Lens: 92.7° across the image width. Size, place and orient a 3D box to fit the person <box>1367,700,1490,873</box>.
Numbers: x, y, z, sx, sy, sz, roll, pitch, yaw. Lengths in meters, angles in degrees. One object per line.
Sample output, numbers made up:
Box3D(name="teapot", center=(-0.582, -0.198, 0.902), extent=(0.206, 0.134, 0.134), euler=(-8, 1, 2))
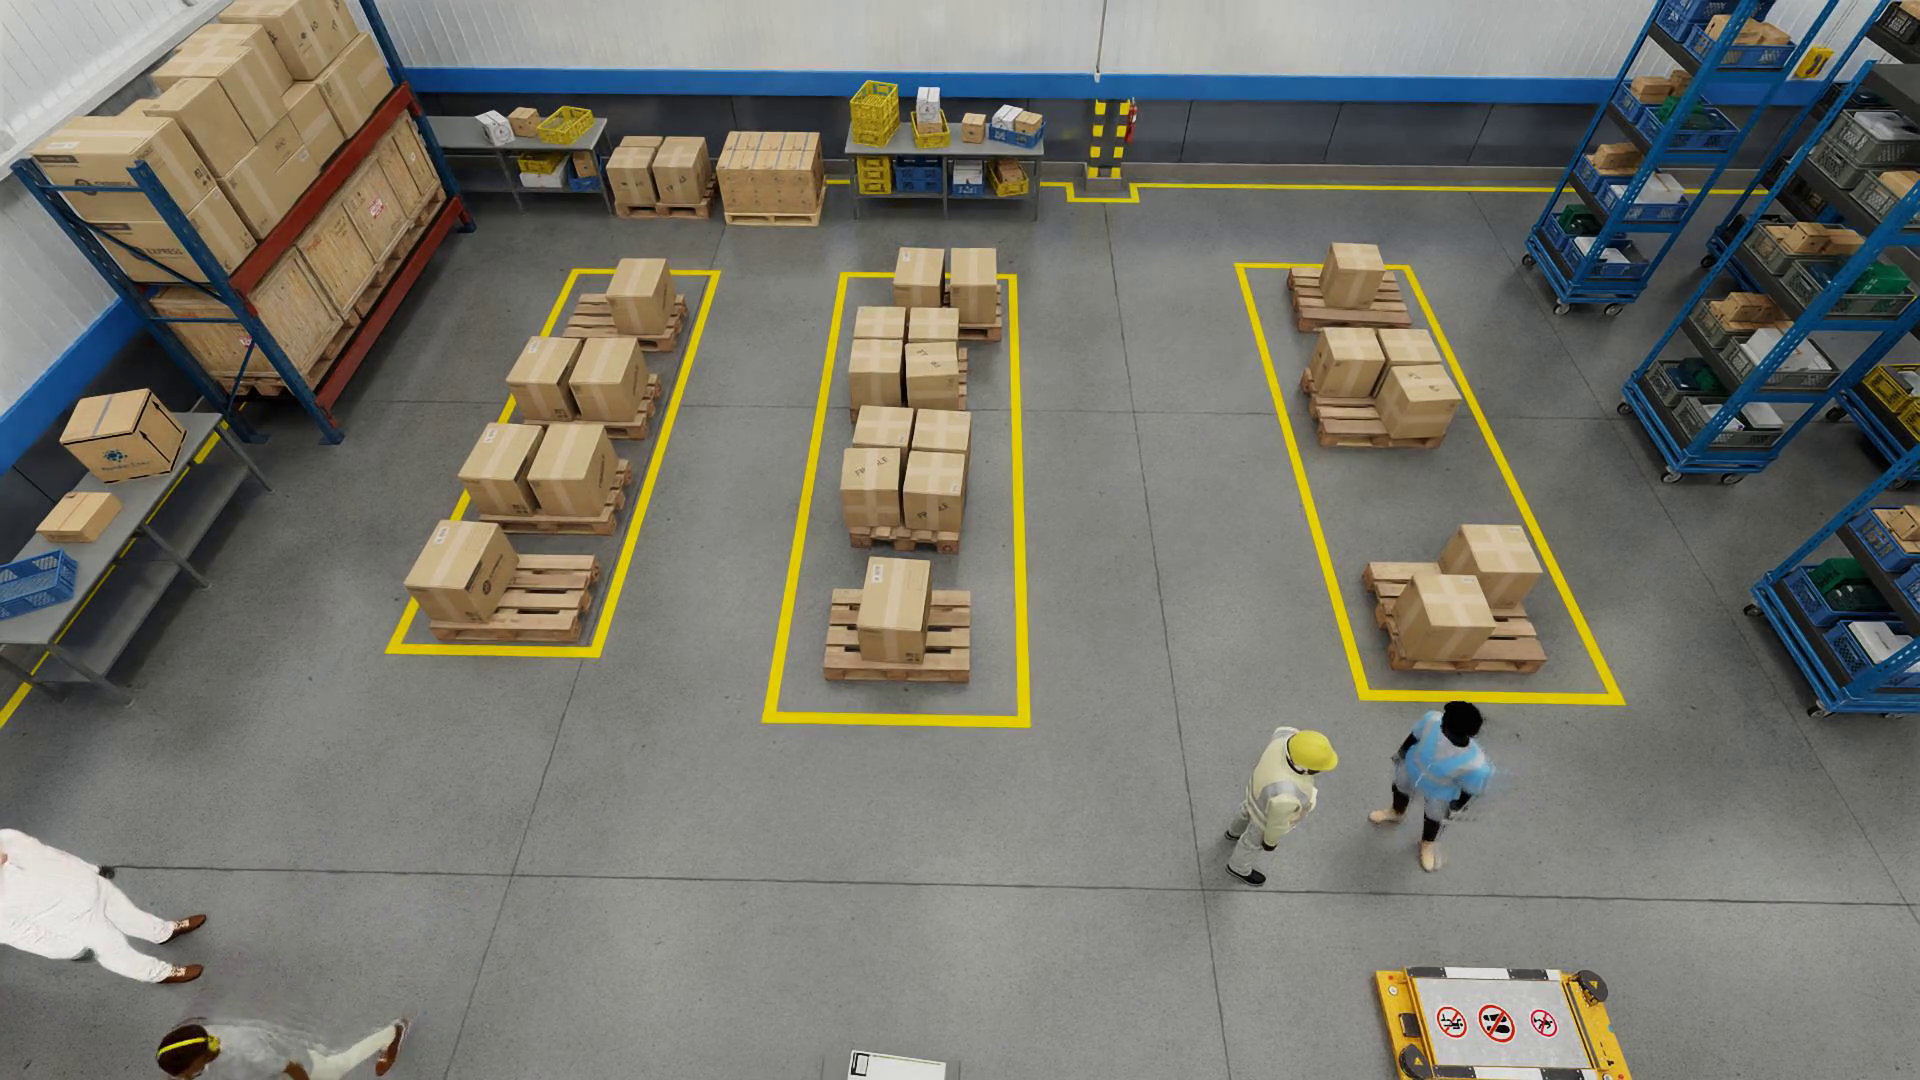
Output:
Box3D(name="person", center=(3.243, 1.659, 6.226), extent=(0.327, 1.659, 0.706), euler=(-23, 54, -18))

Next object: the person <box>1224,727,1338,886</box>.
Box3D(name="person", center=(2.078, 1.741, 6.048), extent=(0.404, 1.832, 0.596), euler=(10, 51, 8))

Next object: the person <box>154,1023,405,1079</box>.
Box3D(name="person", center=(-3.767, 2.972, 5.068), extent=(0.524, 1.806, 0.938), euler=(1, 51, 1))

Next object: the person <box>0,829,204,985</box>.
Box3D(name="person", center=(-5.381, 2.238, 5.598), extent=(0.403, 1.905, 0.662), euler=(-19, 53, -15))

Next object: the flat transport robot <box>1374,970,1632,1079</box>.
Box3D(name="flat transport robot", center=(3.501, 3.133, 5.914), extent=(1.431, 0.197, 0.652), euler=(1, 51, 1))
